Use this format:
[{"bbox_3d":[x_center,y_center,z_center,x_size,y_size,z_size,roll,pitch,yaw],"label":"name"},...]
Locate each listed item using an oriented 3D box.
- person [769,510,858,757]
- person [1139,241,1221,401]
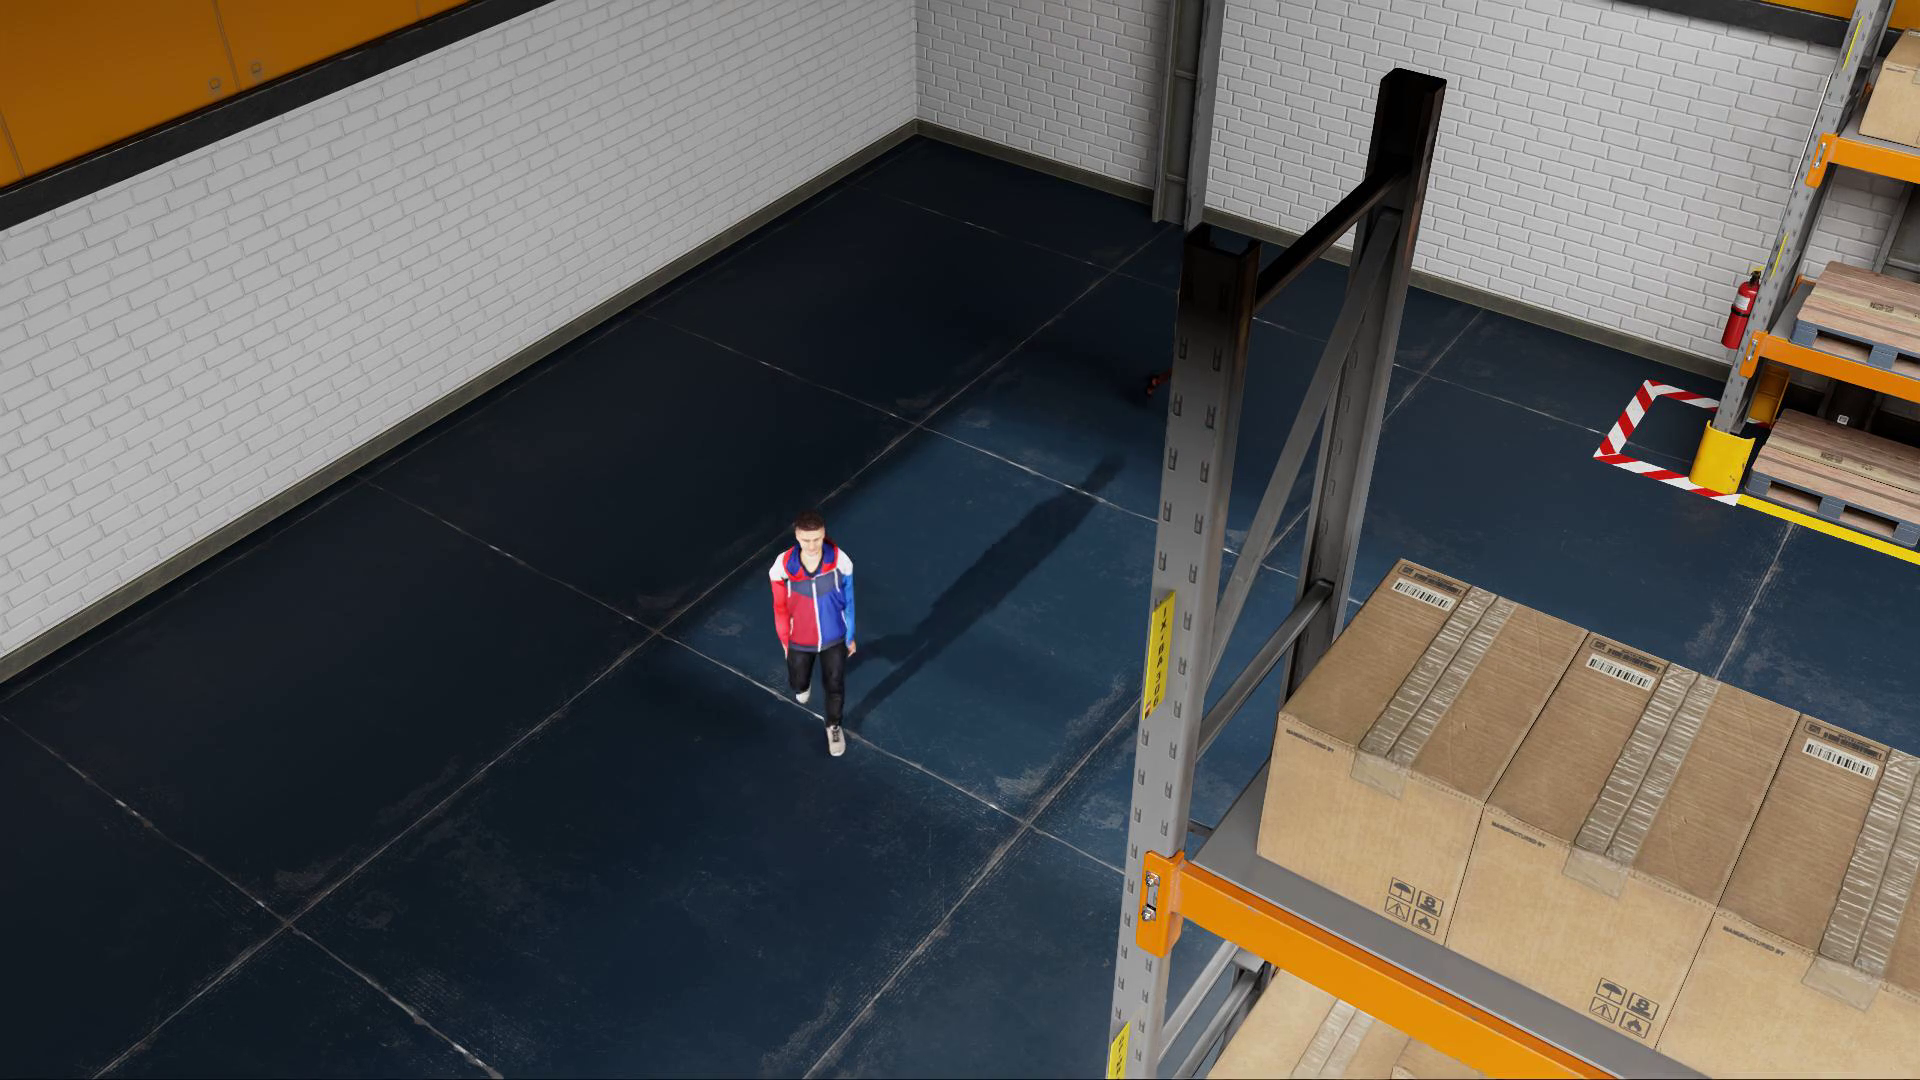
[{"bbox_3d":[-0.867,0.494,10.018,0.924,1.743,0.980,-6,39,-7],"label":"person"},{"bbox_3d":[1.763,-1.557,12.679,0.978,1.628,0.615,20,43,23],"label":"person"}]
